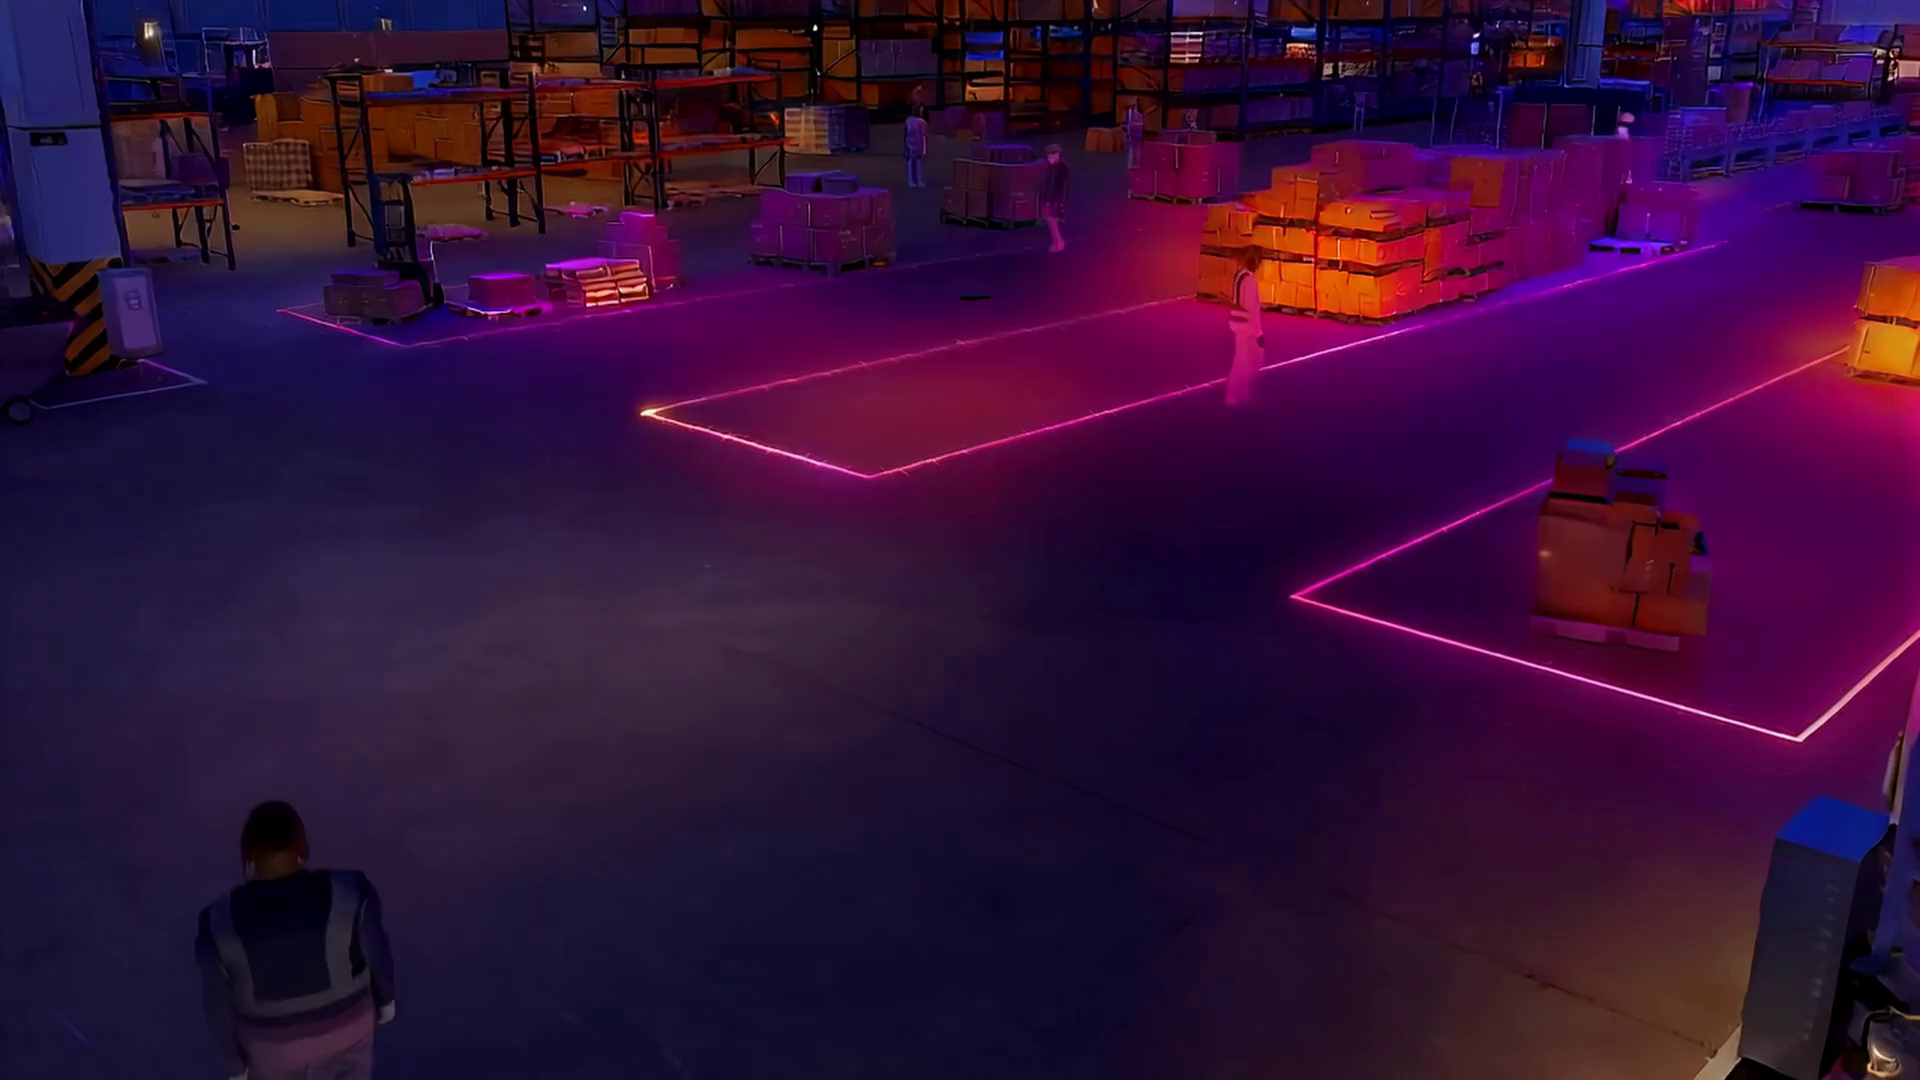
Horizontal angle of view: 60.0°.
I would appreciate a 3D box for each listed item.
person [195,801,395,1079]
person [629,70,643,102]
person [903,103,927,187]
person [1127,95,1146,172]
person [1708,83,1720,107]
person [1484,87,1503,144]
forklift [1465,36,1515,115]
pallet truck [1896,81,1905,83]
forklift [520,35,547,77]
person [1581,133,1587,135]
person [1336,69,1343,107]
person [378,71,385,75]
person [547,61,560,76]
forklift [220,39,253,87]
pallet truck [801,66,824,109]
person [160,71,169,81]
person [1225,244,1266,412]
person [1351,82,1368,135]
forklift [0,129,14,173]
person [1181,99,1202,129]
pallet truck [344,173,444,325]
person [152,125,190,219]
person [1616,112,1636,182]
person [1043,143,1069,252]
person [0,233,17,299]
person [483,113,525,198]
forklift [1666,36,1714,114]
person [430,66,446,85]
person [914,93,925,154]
[{"bbox_3d":[-2.381,1.800,6.069,0.617,1.802,0.972,-5,19,-13],"label":"person"},{"bbox_3d":[-10.961,-14.855,56.056,0.593,1.911,0.383,-15,23,-38],"label":"person"},{"bbox_3d":[-1.065,-9.357,39.425,0.605,1.956,0.392,8,20,24],"label":"person"},{"bbox_3d":[4.542,-10.430,42.679,0.548,1.937,0.379,-9,20,-24],"label":"person"},{"bbox_3d":[24.145,-13.816,53.371,0.281,1.624,0.493,-4,19,-12],"label":"person"},{"bbox_3d":[15.842,-12.557,49.381,0.561,1.753,0.446,13,22,33],"label":"person"},{"bbox_3d":[19.973,-17.201,61.605,1.873,2.768,1.129,16,24,40],"label":"forklift"},{"bbox_3d":[34.802,-16.331,61.455,0.653,1.274,1.630,17,25,41],"label":"pallet truck"},{"bbox_3d":[-16.235,-17.864,63.605,1.873,2.768,1.129,17,25,41],"label":"forklift"},{"bbox_3d":[12.124,-6.993,32.470,0.529,1.849,0.794,-16,24,-40],"label":"person"},{"bbox_3d":[14.688,-17.591,64.775,0.504,1.610,0.735,-15,24,-39],"label":"person"},{"bbox_3d":[-19.623,-15.033,56.696,0.429,1.845,0.621,7,20,21],"label":"person"},{"bbox_3d":[-15.067,-16.792,61.798,0.508,1.972,0.614,11,21,30],"label":"person"},{"bbox_3d":[-25.485,-16.302,58.898,1.873,2.768,1.129,17,25,41],"label":"forklift"},{"bbox_3d":[-4.812,-15.182,56.903,0.823,1.965,1.885,-9,21,-26],"label":"pallet truck"},{"bbox_3d":[-25.987,-14.374,54.561,0.631,1.940,0.372,-2,19,-7],"label":"person"},{"bbox_3d":[3.229,-2.329,18.379,0.594,1.863,0.588,2,18,5],"label":"person"},{"bbox_3d":[12.871,-13.898,53.585,0.516,1.645,0.308,3,19,10],"label":"person"},{"bbox_3d":[-24.029,-10.894,42.603,1.129,2.768,1.873,17,25,41],"label":"forklift"},{"bbox_3d":[6.381,-11.375,46.021,0.541,1.606,0.758,-1,18,-2],"label":"person"},{"bbox_3d":[-8.209,-4.181,23.757,0.823,1.965,1.885,3,19,9],"label":"pallet truck"},{"bbox_3d":[-16.222,-7.507,33.972,0.659,1.886,0.921,6,19,17],"label":"person"},{"bbox_3d":[14.789,-8.515,36.936,0.704,1.912,0.582,16,24,40],"label":"person"},{"bbox_3d":[1.674,-6.074,29.582,0.441,1.916,0.566,-10,21,-27],"label":"person"},{"bbox_3d":[-12.310,-3.306,21.324,1.007,1.875,0.604,0,18,0],"label":"person"},{"bbox_3d":[-10.333,-8.630,37.319,0.641,1.905,0.973,17,25,41],"label":"person"},{"bbox_3d":[27.341,-17.291,61.877,1.129,2.768,1.873,17,25,41],"label":"forklift"},{"bbox_3d":[-18.455,-15.795,58.866,0.553,1.922,0.441,-4,19,-11],"label":"person"},{"bbox_3d":[-1.179,-11.846,47.335,0.322,1.689,0.530,7,20,21],"label":"person"}]
